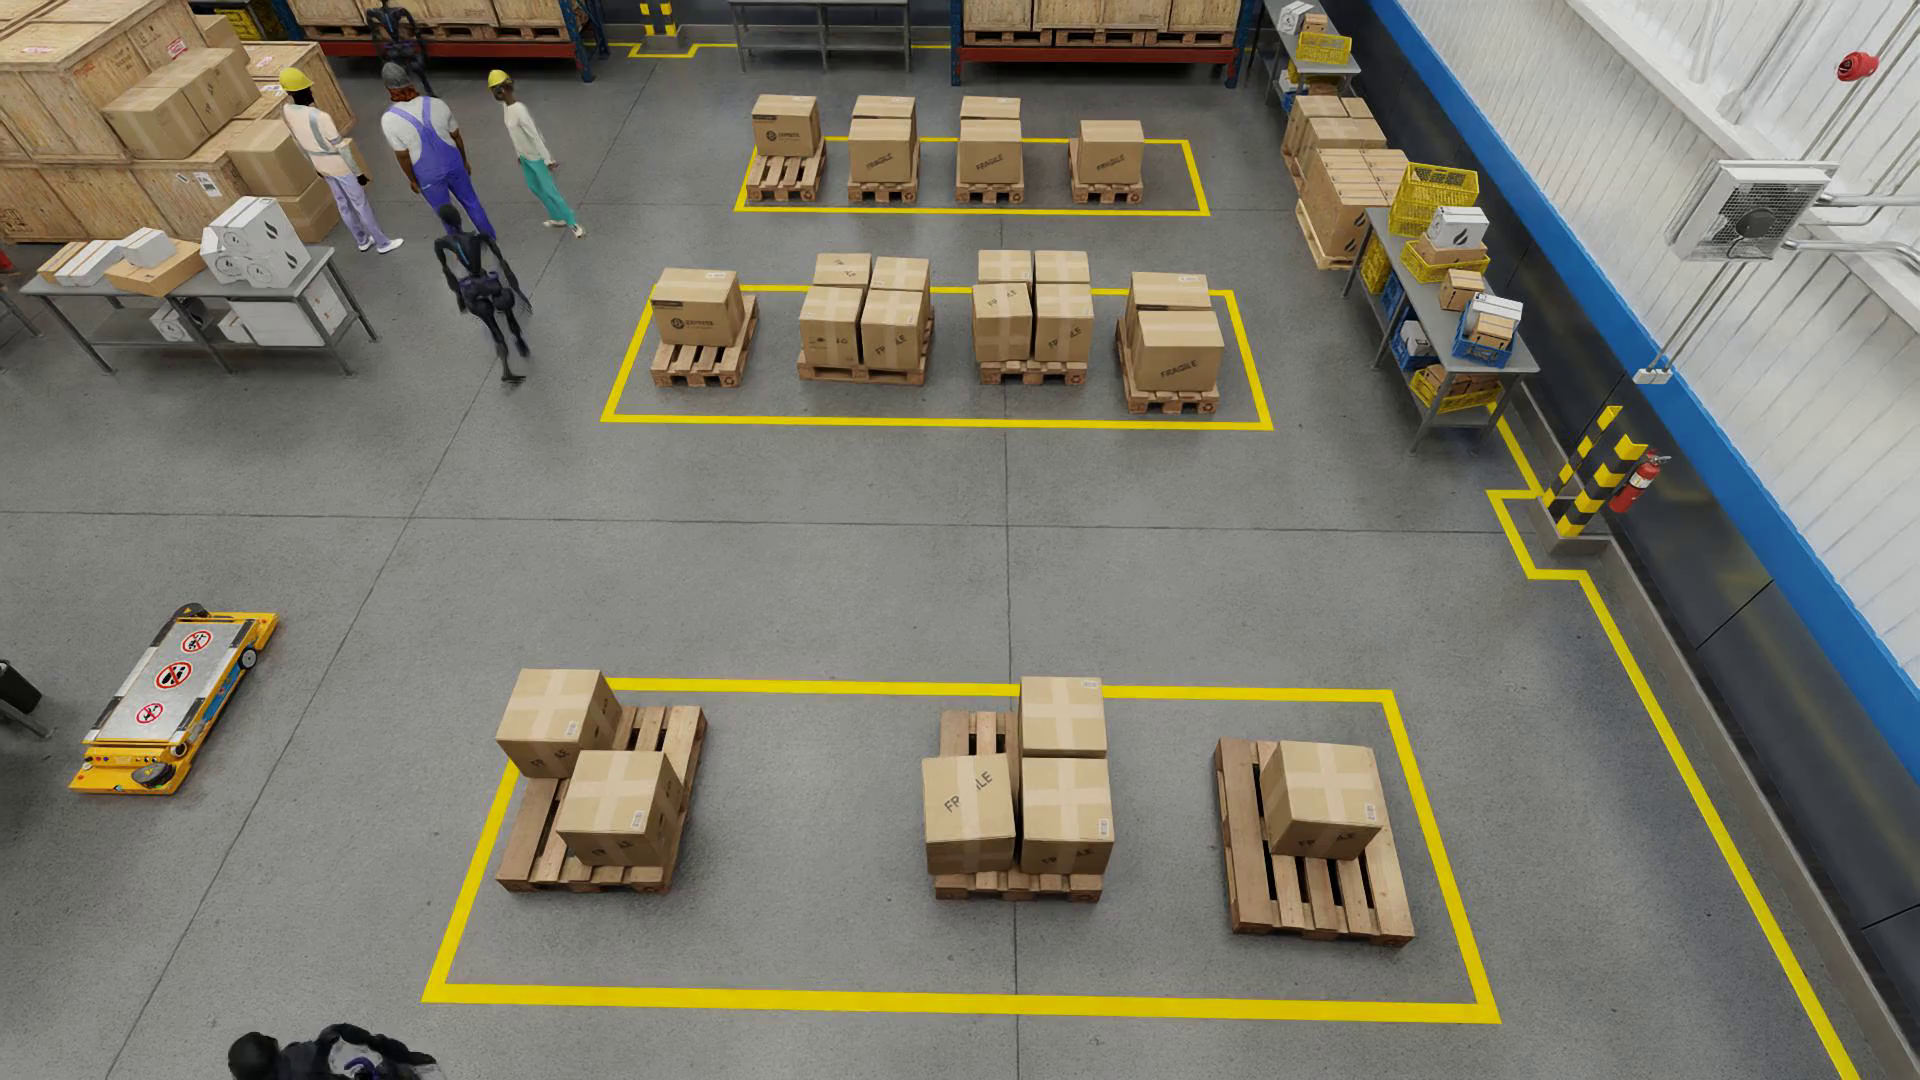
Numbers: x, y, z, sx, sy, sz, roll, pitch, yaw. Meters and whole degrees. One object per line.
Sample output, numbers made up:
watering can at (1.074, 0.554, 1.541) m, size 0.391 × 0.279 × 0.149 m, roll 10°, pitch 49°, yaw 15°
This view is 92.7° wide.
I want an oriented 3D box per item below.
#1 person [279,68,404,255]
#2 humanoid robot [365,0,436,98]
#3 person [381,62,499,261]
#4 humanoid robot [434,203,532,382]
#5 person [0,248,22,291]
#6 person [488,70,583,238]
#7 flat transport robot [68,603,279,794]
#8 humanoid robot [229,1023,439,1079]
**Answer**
person at (-6.540, -3.932, 9.608) m, size 0.590 × 1.925 × 0.382 m, roll 13°, pitch 51°, yaw 11°
humanoid robot at (-7.082, -6.164, 11.656) m, size 0.587 × 1.644 × 0.396 m, roll -15°, pitch 51°, yaw -13°
person at (-5.441, -3.876, 9.487) m, size 0.536 × 2.000 × 0.682 m, roll 36°, pitch 59°, yaw 27°
humanoid robot at (-4.318, -2.235, 8.360) m, size 0.631 × 1.613 × 0.680 m, roll -15°, pitch 51°, yaw -13°
person at (-10.337, -3.389, 9.107) m, size 0.389 × 1.991 × 0.610 m, roll -1°, pitch 50°, yaw -1°
person at (-4.576, -4.138, 9.929) m, size 0.314 × 1.704 × 0.714 m, roll -36°, pitch 59°, yaw -26°
flat transport robot at (-5.504, 1.072, 6.442) m, size 0.652 × 0.197 × 1.431 m, roll 1°, pitch 50°, yaw 1°
humanoid robot at (-2.867, 2.597, 4.279) m, size 0.767 × 1.627 × 0.612 m, roll 31°, pitch 56°, yaw 24°
